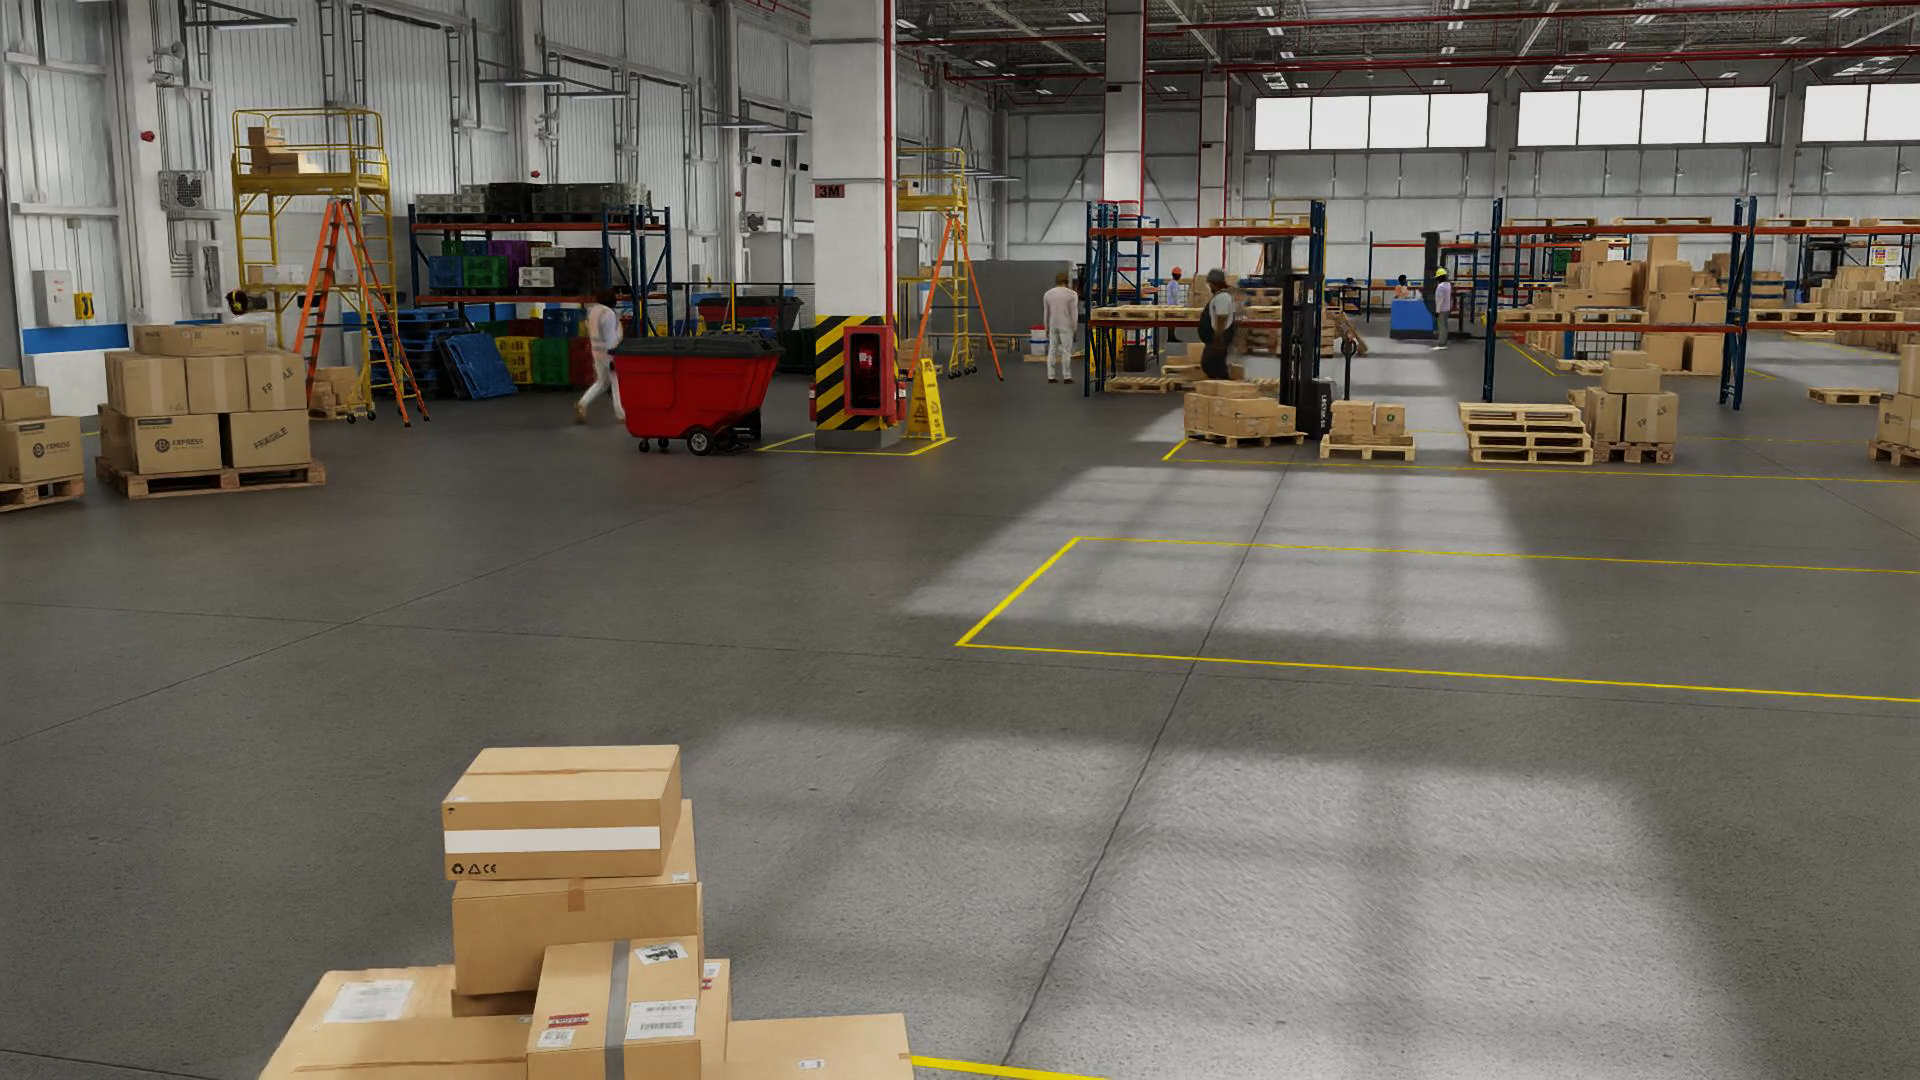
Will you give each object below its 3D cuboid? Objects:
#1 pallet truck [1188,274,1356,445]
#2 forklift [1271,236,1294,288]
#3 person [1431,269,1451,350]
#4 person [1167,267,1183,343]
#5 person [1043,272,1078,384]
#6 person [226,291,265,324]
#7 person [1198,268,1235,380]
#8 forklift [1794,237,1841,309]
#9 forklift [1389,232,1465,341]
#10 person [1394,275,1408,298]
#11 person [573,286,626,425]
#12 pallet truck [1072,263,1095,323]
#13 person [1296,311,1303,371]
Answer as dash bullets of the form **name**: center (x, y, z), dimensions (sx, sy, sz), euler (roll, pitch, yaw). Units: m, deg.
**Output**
- **pallet truck**: center (3.653, -2.138, 19.590), dimensions (1.885, 1.965, 0.823), euler (-4, 10, -20)
- **forklift**: center (9.873, -7.929, 51.092), dimensions (1.873, 2.768, 1.129), euler (-2, 10, -12)
- **person**: center (11.365, -5.440, 39.266), dimensions (0.382, 1.917, 0.585), euler (7, 12, 35)
- **person**: center (5.529, -6.032, 42.704), dimensions (0.368, 1.931, 0.552), euler (-1, 10, -8)
- **person**: center (1.735, -3.649, 28.695), dimensions (0.629, 1.932, 0.366), euler (5, 11, 26)
- **person**: center (-8.107, -1.957, 19.100), dimensions (1.008, 1.810, 0.528), euler (6, 11, 32)
- **person**: center (3.751, -2.968, 24.350), dimensions (0.541, 2.000, 0.708), euler (2, 10, 10)
- **forklift**: center (27.602, -8.316, 53.367), dimensions (1.129, 2.768, 1.873), euler (2, 10, 14)
- **forklift**: center (12.151, -6.571, 43.094), dimensions (1.873, 2.768, 1.129), euler (2, 10, 14)
- **person**: center (12.443, -6.635, 46.944), dimensions (0.322, 1.697, 0.531), euler (9, 13, 43)
- **person**: center (-4.633, -2.386, 21.583), dimensions (0.732, 1.822, 0.637), euler (-7, 12, -37)
- **pallet truck**: center (4.325, -8.180, 55.162), dimensions (0.823, 1.965, 1.885), euler (6, 11, 31)
- **person**: center (6.631, -4.097, 31.904), dimensions (0.323, 1.736, 0.488), euler (6, 11, 30)
